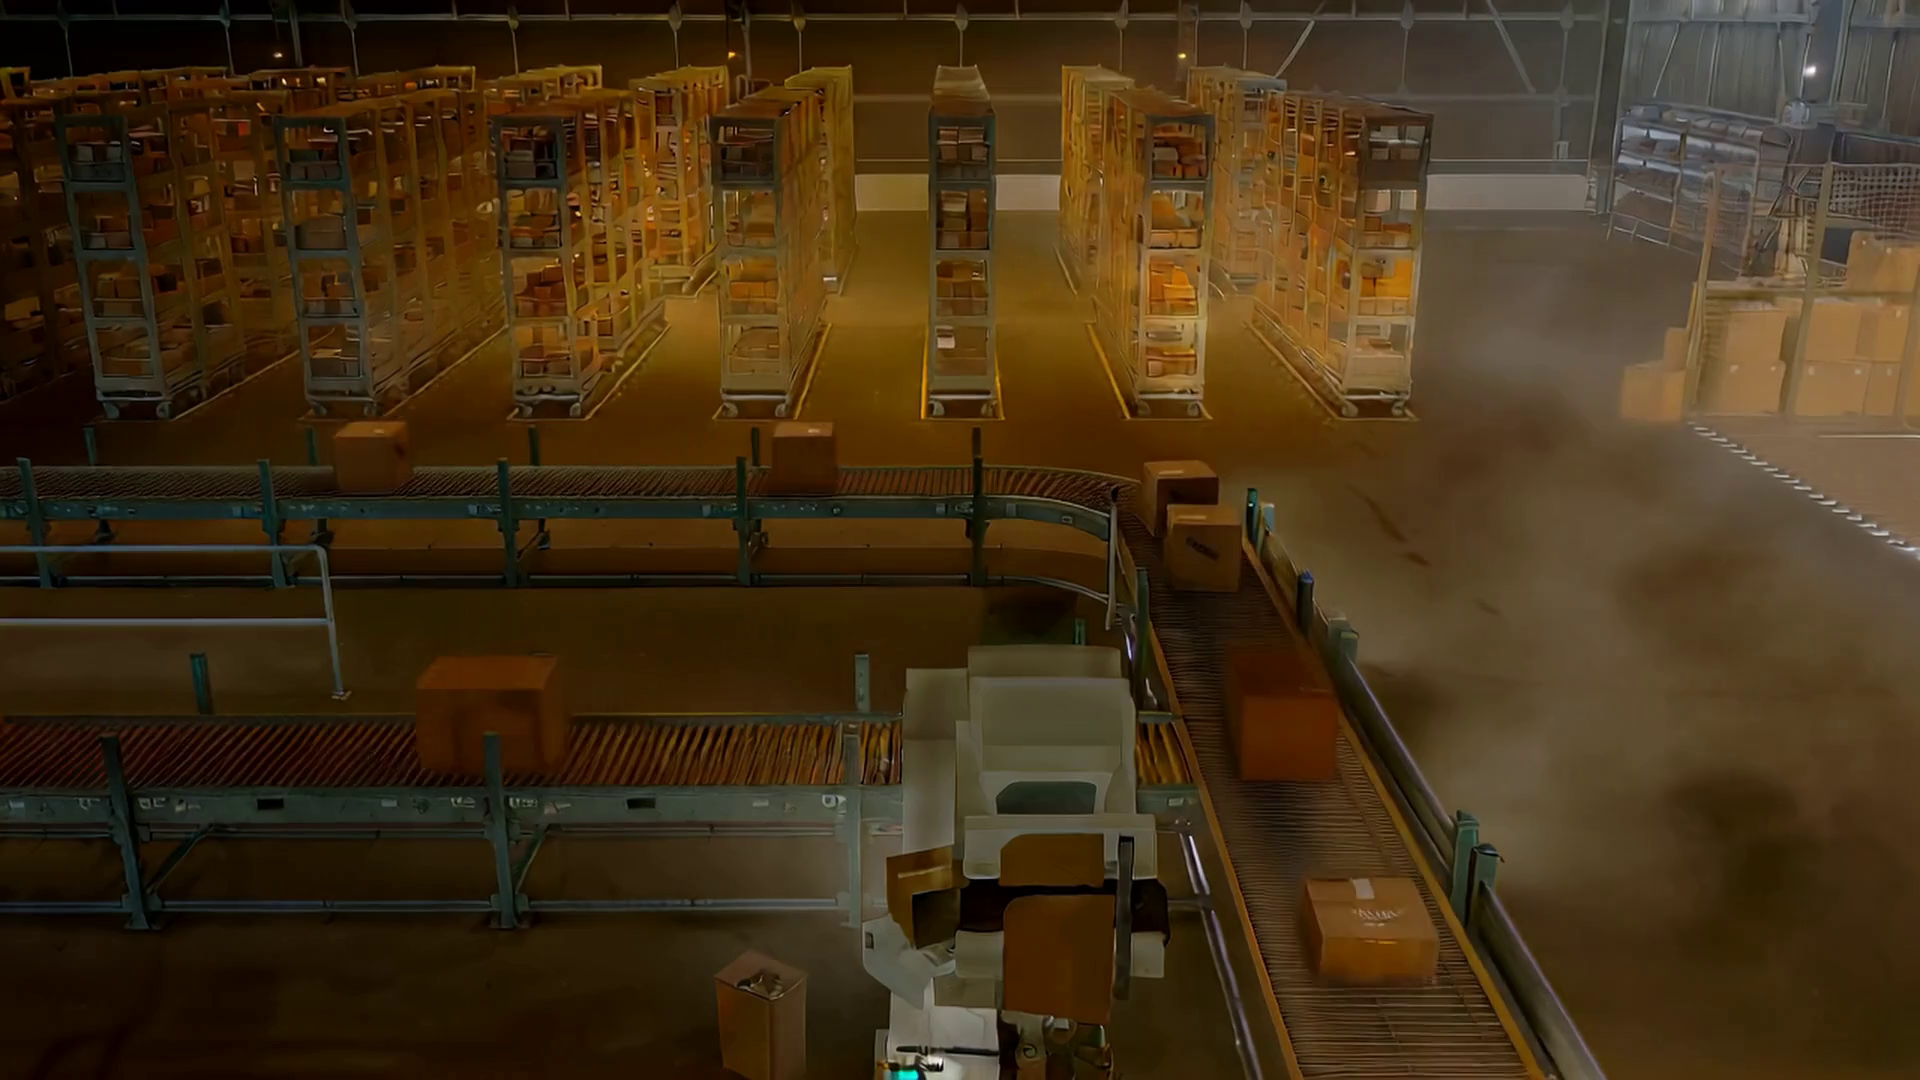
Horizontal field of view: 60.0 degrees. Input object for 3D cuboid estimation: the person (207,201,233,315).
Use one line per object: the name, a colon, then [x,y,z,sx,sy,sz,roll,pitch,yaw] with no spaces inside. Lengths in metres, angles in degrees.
person: [-11.794,-4.521,26.624,0.406,1.824,0.585,-11,21,-31]
